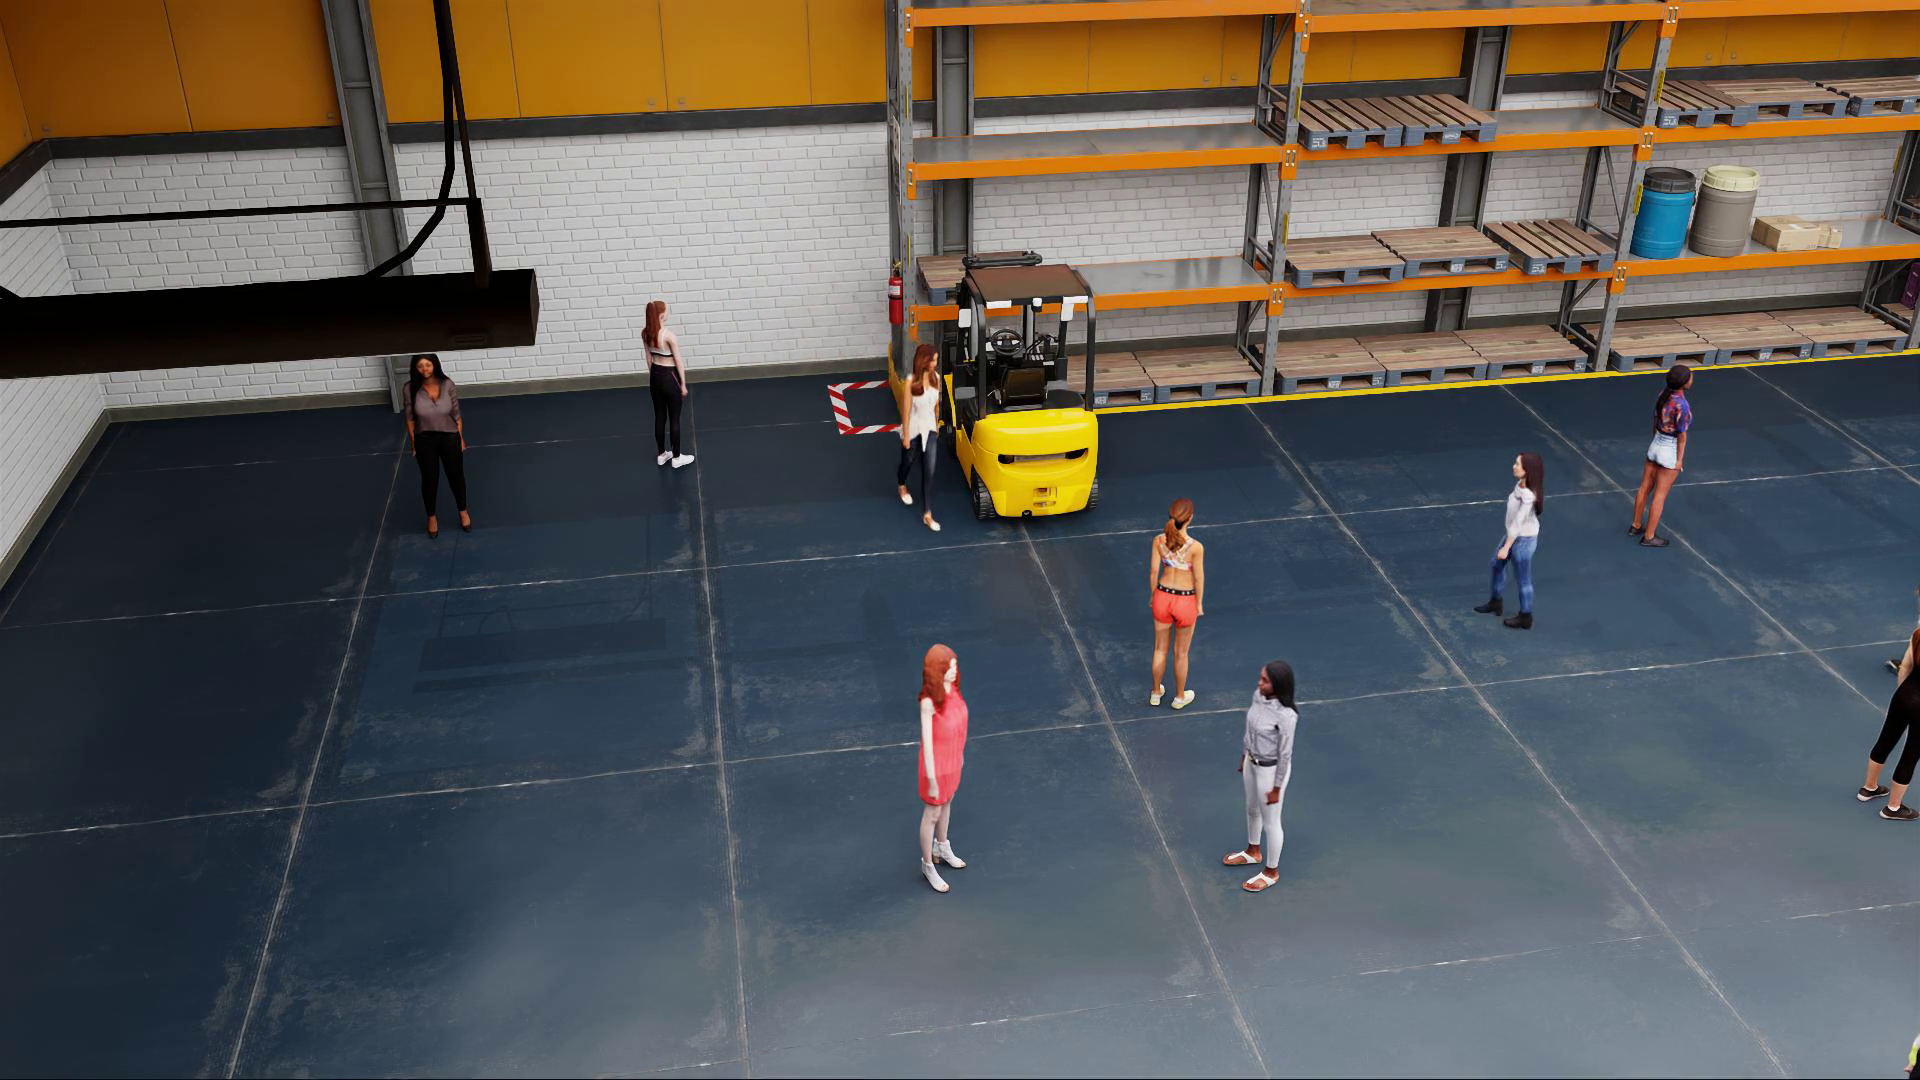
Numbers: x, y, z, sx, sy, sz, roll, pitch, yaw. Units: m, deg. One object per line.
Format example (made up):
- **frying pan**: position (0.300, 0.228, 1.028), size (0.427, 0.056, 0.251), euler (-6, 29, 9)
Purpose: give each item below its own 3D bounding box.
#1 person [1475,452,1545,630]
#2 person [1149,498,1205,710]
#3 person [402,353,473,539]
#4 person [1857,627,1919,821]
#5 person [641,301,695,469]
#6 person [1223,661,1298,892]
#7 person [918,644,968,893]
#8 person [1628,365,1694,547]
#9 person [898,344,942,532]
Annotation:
- **person**: position (4.741, 0.026, 13.804), size (0.809, 1.614, 0.740), euler (6, 29, 10)
- **person**: position (1.648, 0.492, 12.764), size (0.661, 1.791, 0.743), euler (12, 31, 22)
- **person**: position (-4.802, -0.903, 15.268), size (0.614, 1.842, 0.761), euler (-12, 31, -20)
- **person**: position (6.676, 1.154, 11.619), size (0.520, 1.725, 0.590), euler (-7, 29, -13)
- **person**: position (-2.944, -1.556, 16.572), size (0.654, 1.741, 0.732), euler (15, 32, 26)
- **person**: position (2.010, 1.526, 10.939), size (0.554, 1.724, 0.630), euler (-10, 30, -17)
- **person**: position (-0.132, 1.472, 10.929), size (0.689, 1.828, 0.666), euler (13, 31, 22)
- **person**: position (6.417, -0.787, 15.160), size (0.516, 1.743, 0.594), euler (-6, 29, -11)
- **person**: position (-0.441, -1.019, 15.592), size (1.106, 1.737, 0.928), euler (-16, 32, -27)
